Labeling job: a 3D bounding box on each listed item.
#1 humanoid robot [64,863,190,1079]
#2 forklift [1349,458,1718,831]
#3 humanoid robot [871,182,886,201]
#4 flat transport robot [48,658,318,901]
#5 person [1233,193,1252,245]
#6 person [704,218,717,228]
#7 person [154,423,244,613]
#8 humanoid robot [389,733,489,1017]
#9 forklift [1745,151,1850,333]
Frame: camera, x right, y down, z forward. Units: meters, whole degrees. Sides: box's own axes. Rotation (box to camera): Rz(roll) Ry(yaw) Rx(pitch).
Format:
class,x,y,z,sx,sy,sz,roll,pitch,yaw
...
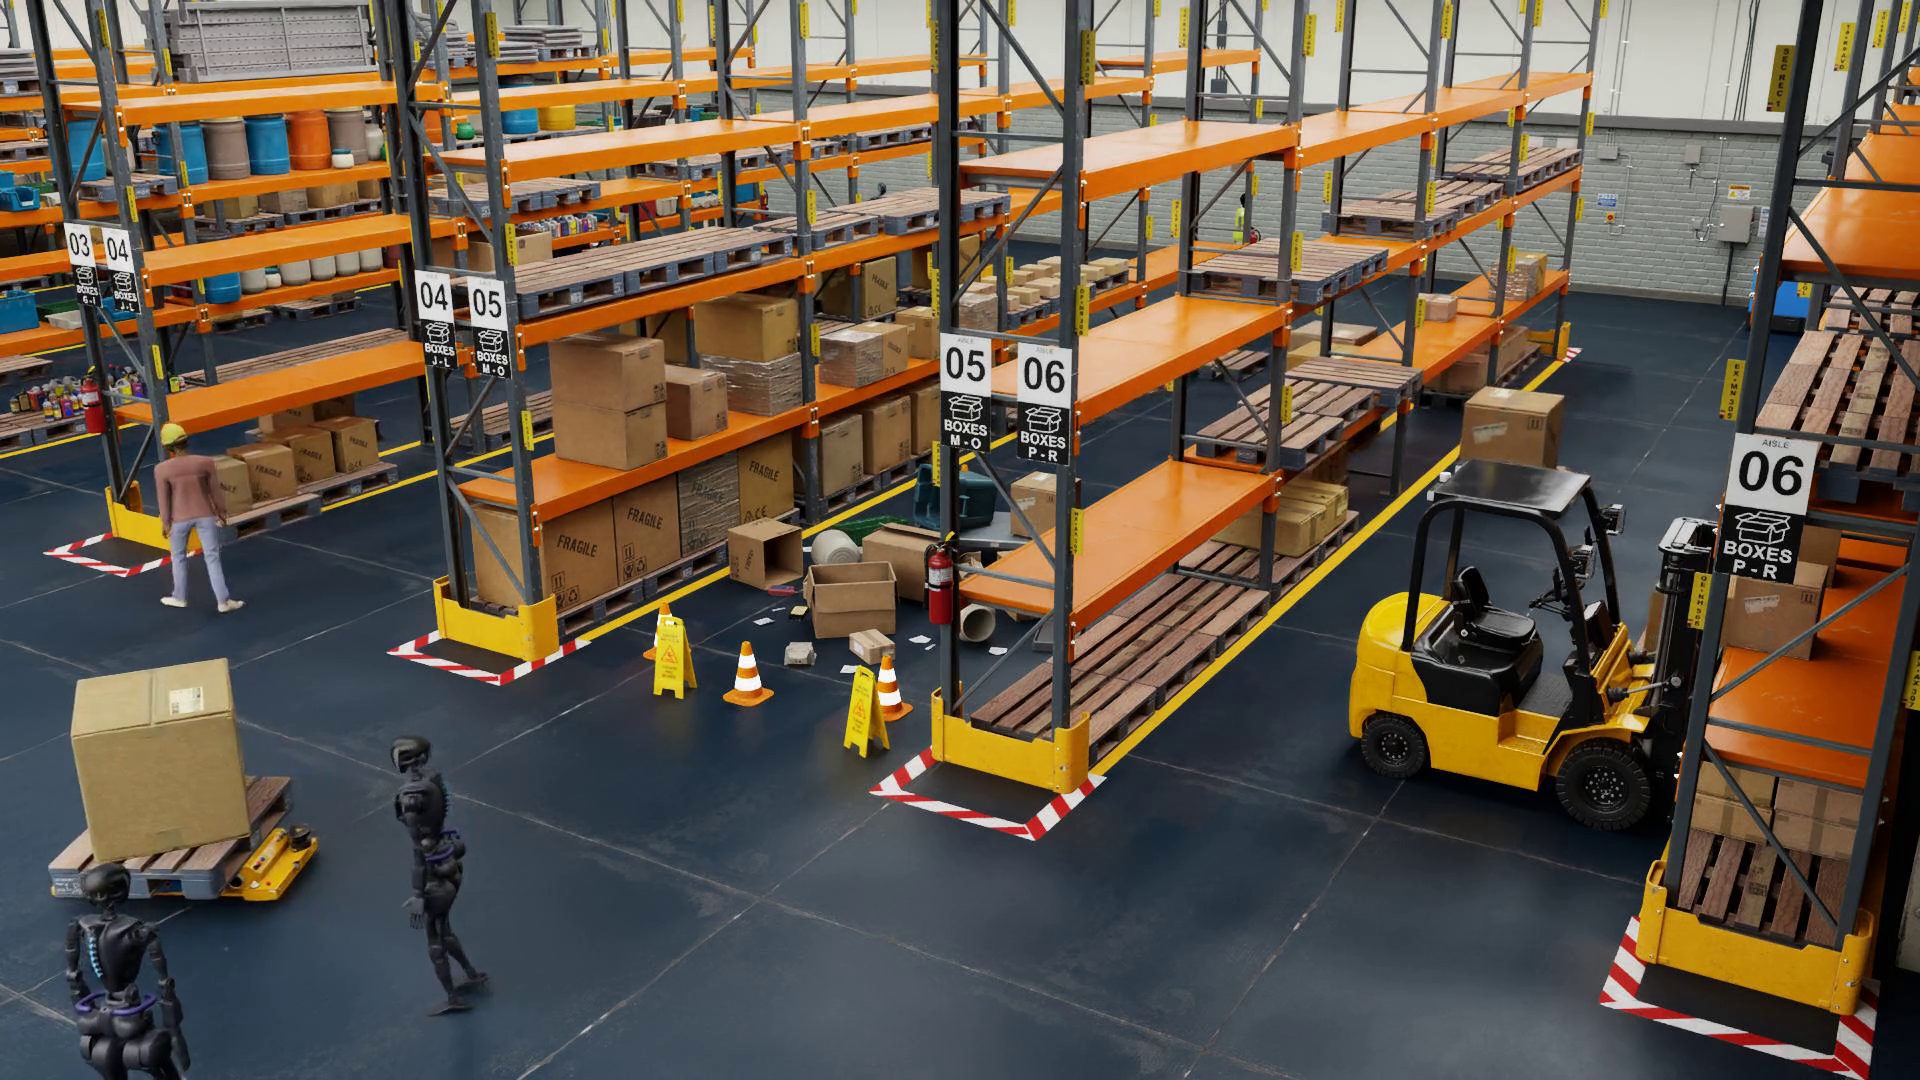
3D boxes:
class,x,y,z,sx,sy,sz,roll,pitch,yaw
humanoid robot,-3.932,2.299,7.824,0.590,1.645,0.368,3,19,9
forklift,3.988,0.658,11.776,2.313,2.155,1.214,11,22,29
humanoid robot,-1.479,-6.001,31.821,0.589,1.640,0.567,-10,21,-27
flat transport robot,-4.956,2.065,10.644,1.431,0.231,0.659,0,19,1
person,5.139,-5.476,30.275,0.320,1.686,0.538,-1,19,-4
person,-5.241,-7.062,34.863,0.492,1.688,0.348,-6,20,-18
person,-6.897,-0.195,14.949,0.598,1.724,0.596,-14,23,-35
humanoid robot,-2.877,1.832,9.168,0.361,1.649,0.603,-2,19,-5
forklift,13.620,-4.667,26.137,1.873,2.768,1.129,11,22,29
